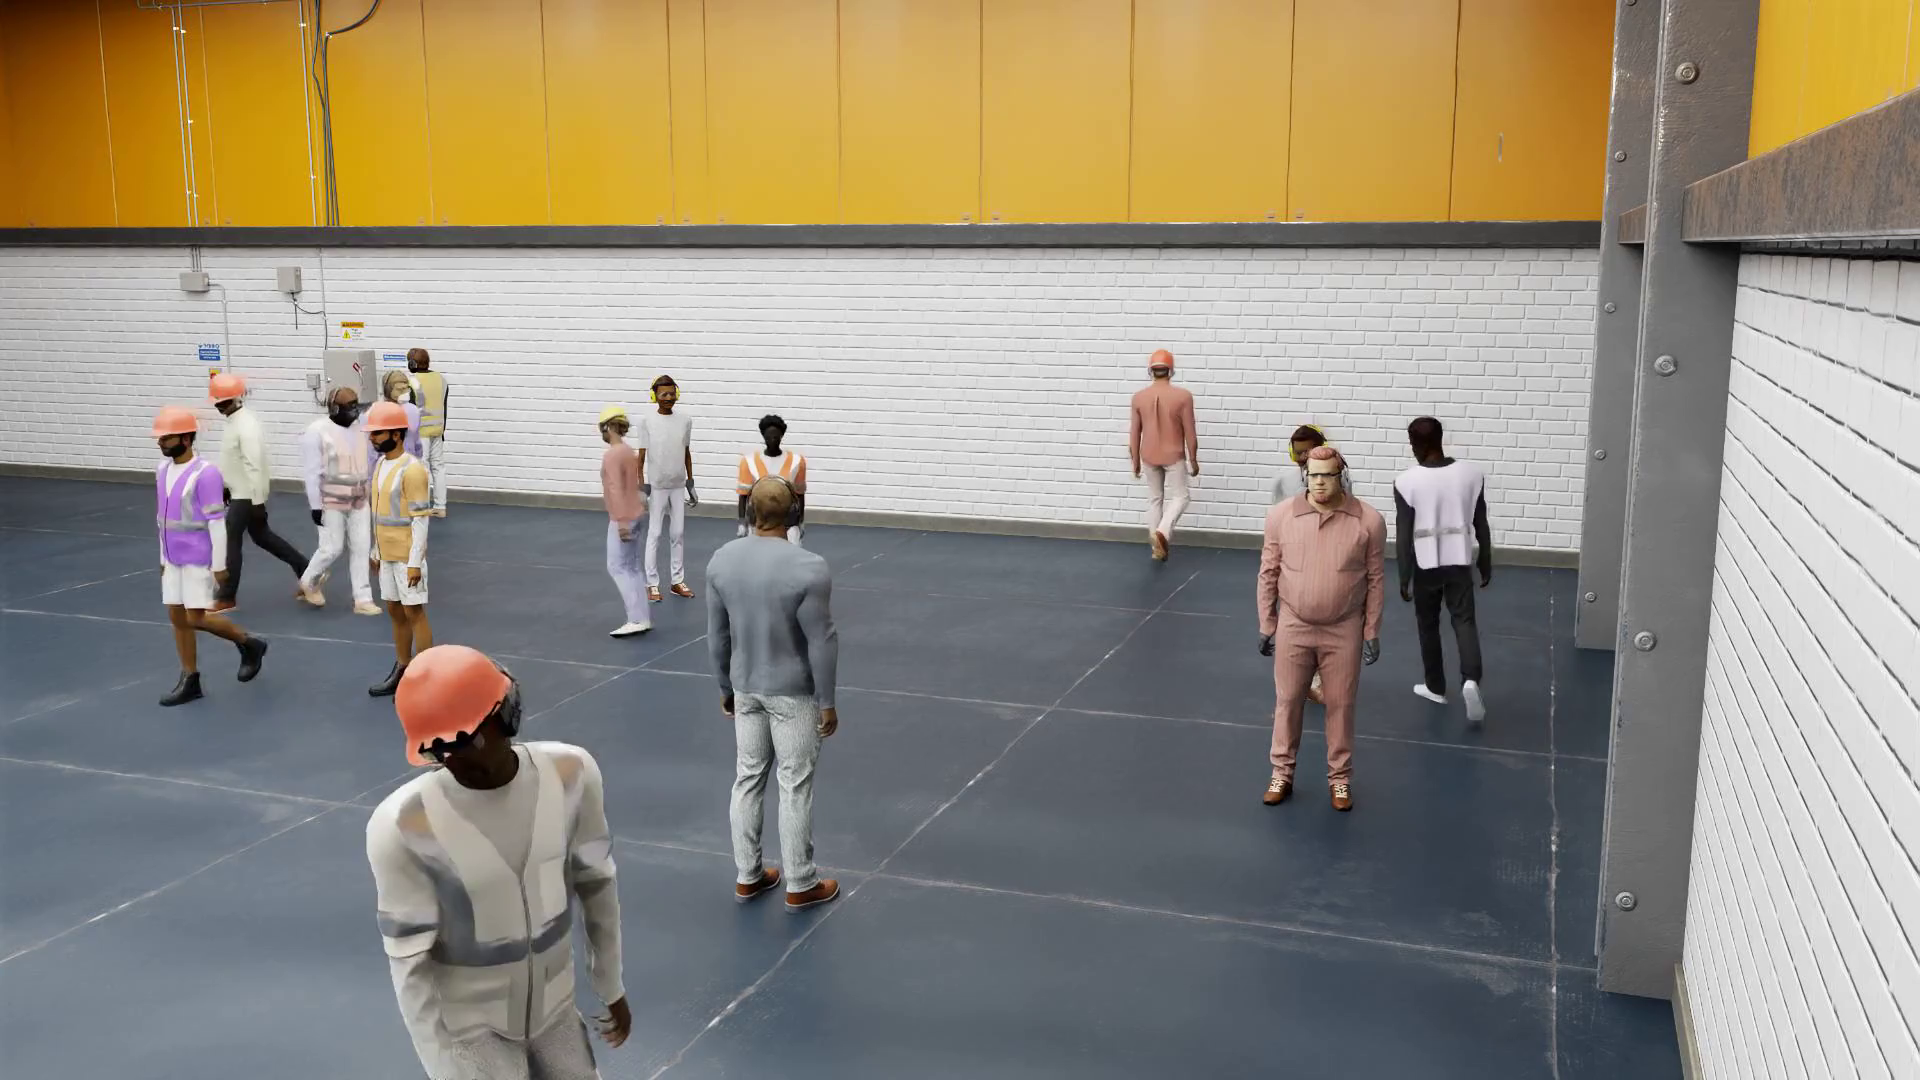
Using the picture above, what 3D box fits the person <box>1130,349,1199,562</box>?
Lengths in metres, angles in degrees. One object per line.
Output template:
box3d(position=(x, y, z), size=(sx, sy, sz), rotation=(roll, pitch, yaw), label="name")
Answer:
box3d(position=(1.864, -0.767, 15.307), size=(0.659, 1.977, 0.713), rotation=(6, 12, 29), label="person")

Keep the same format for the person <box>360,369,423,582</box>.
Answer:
box3d(position=(-4.745, -0.469, 13.816), size=(0.583, 1.915, 0.665), rotation=(4, 11, 21), label="person")

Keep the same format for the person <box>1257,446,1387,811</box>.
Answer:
box3d(position=(1.861, 0.457, 8.623), size=(0.651, 1.906, 0.403), rotation=(3, 10, 16), label="person")

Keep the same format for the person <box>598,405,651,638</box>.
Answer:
box3d(position=(-2.540, -0.146, 12.528), size=(0.445, 1.723, 0.570), rotation=(2, 10, 9), label="person")

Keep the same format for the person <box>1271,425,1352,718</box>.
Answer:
box3d(position=(2.174, 0.189, 10.381), size=(0.505, 1.827, 0.652), rotation=(1, 10, 7), label="person")

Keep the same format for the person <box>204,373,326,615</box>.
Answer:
box3d(position=(-5.625, -0.388, 13.300), size=(0.951, 1.937, 0.697), rotation=(-5, 11, -28), label="person")

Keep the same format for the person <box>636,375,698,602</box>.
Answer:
box3d(position=(-2.415, -0.431, 13.733), size=(0.532, 1.869, 0.311), rotation=(-7, 12, -34), label="person")

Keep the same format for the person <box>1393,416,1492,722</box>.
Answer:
box3d(position=(3.019, 0.167, 10.360), size=(0.667, 1.868, 0.861), rotation=(0, 10, -2), label="person")

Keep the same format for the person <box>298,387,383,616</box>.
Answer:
box3d(position=(-4.948, -0.308, 13.170), size=(0.681, 1.829, 0.645), rotation=(6, 12, 31), label="person")

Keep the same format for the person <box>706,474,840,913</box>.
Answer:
box3d(position=(-0.808, 0.671, 7.323), size=(0.636, 1.938, 0.358), rotation=(5, 11, 28), label="person")

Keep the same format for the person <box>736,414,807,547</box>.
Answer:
box3d(position=(-1.446, -0.160, 12.799), size=(0.537, 1.664, 0.848), rotation=(-1, 10, -7), label="person")

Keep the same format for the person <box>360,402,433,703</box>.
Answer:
box3d(position=(-3.606, 0.081, 10.655), size=(0.545, 1.938, 0.361), rotation=(9, 14, 43), label="person")

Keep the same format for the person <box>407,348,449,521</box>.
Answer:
box3d(position=(-5.722, -1.123, 17.706), size=(0.429, 1.845, 0.624), rotation=(5, 11, 24), label="person")

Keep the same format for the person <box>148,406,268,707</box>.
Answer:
box3d(position=(-4.887, 0.085, 10.683), size=(0.550, 1.921, 0.622), rotation=(6, 12, 32), label="person")

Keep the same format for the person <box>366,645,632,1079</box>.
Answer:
box3d(position=(-1.148, 1.199, 4.214), size=(0.651, 1.988, 0.513), rotation=(-10, 14, -44), label="person")
